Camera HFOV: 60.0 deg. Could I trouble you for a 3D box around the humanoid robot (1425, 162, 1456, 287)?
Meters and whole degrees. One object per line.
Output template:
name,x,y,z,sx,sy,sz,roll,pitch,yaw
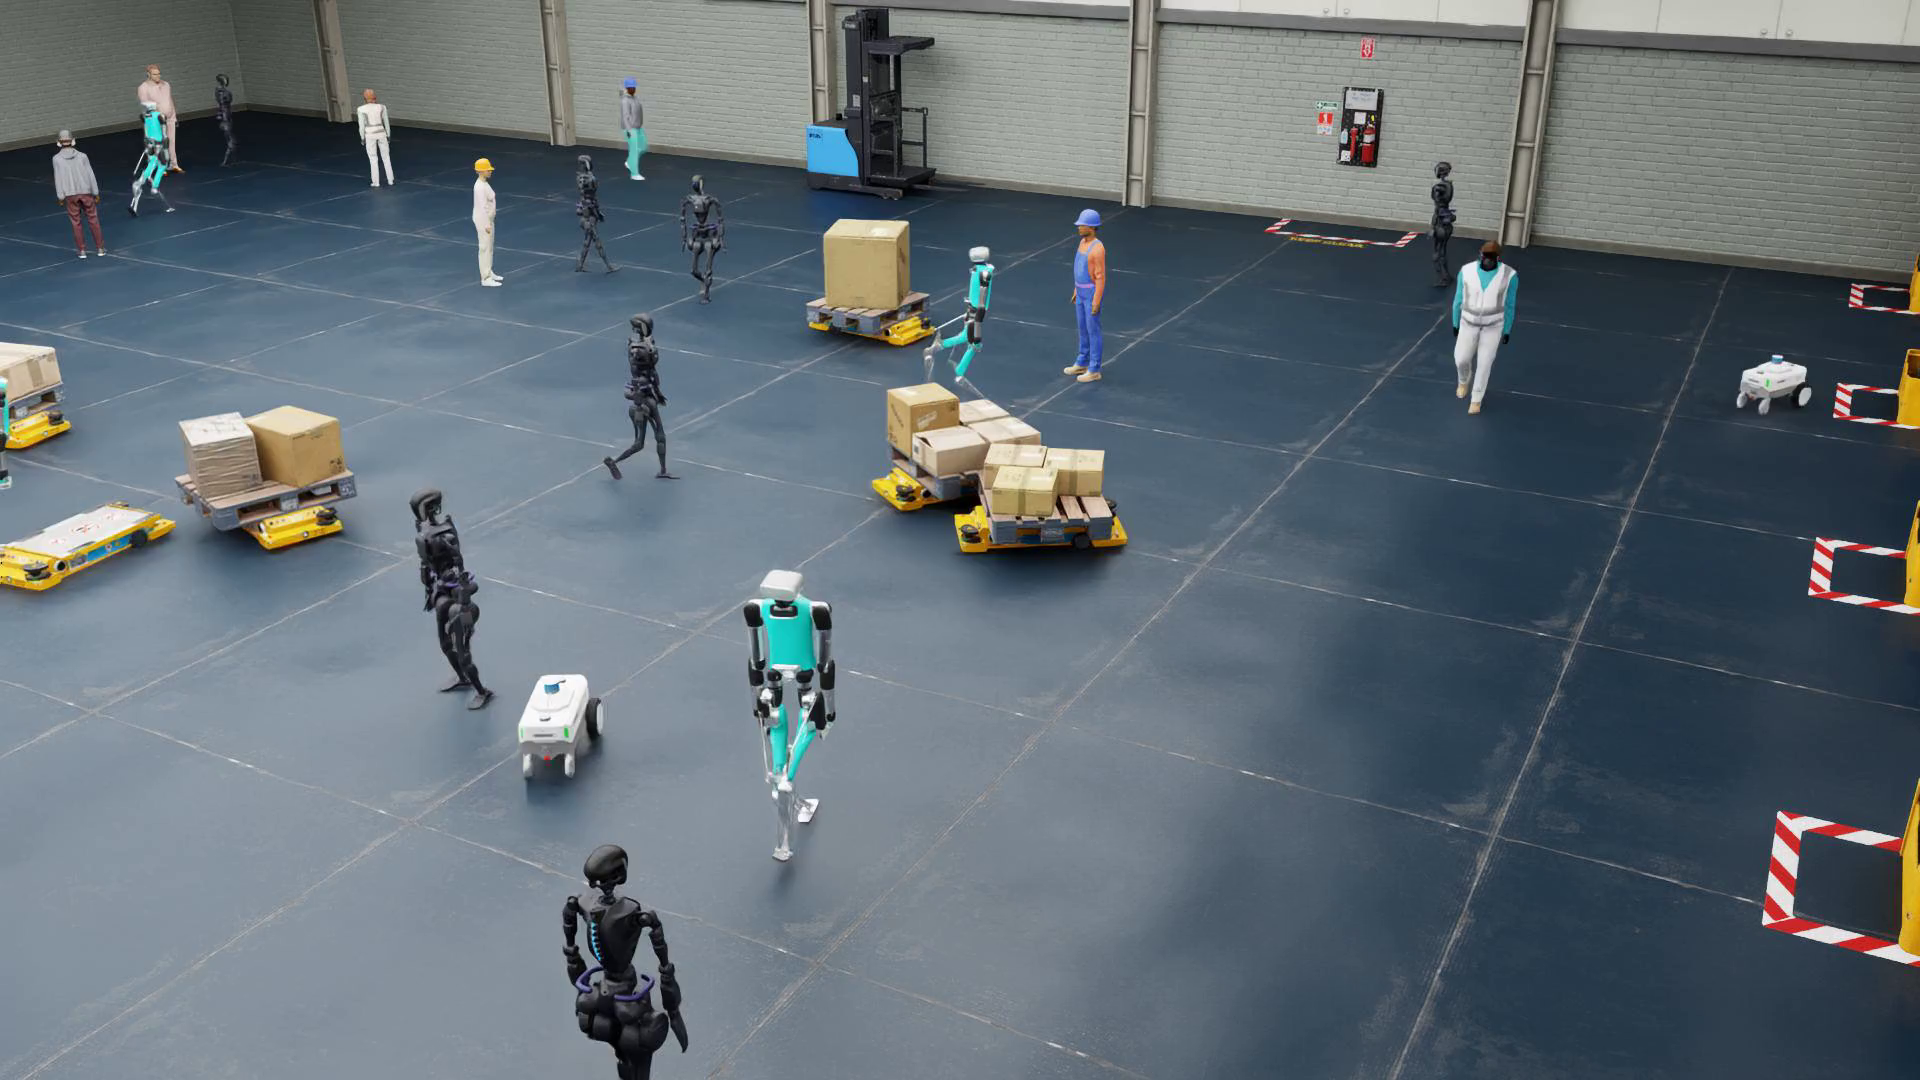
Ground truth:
humanoid robot,6.453,-4.212,22.199,0.394,1.638,0.634,13,27,28

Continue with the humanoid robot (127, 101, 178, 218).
humanoid robot,-12.890,-5.967,26.225,0.545,1.774,0.931,11,26,25

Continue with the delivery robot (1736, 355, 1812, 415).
delivery robot,8.644,-1.678,17.681,0.759,0.575,0.499,-14,27,-29

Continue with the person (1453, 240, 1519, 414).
person,5.468,-2.248,17.425,0.630,1.823,0.490,10,25,21

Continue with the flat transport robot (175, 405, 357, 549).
flat transport robot,-6.136,-0.277,14.807,0.659,0.231,1.431,-20,30,-39

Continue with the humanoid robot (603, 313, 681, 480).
humanoid robot,-3.013,-1.339,15.534,0.697,1.631,0.608,4,24,9

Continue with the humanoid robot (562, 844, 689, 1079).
humanoid robot,-1.503,2.080,7.538,0.599,1.644,0.556,9,25,20

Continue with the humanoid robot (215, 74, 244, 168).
humanoid robot,-13.250,-7.561,29.986,0.377,1.642,0.616,-5,24,-12

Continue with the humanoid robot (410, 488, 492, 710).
humanoid robot,-3.508,0.387,11.484,0.612,1.632,0.403,21,31,40

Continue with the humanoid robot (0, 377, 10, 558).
humanoid robot,-8.099,-0.569,13.666,0.779,1.813,0.535,-17,28,-34

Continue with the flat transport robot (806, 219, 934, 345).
flat transport robot,-1.095,-2.636,20.300,1.431,0.231,0.659,15,27,30

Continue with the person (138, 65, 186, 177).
person,-14.042,-7.381,29.276,0.405,1.903,0.651,11,26,24

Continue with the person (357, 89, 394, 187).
person,-9.974,-6.860,28.393,0.521,1.638,0.308,-15,28,-32

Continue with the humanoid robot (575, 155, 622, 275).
humanoid robot,-5.011,-4.462,22.797,0.717,1.634,0.594,2,23,4

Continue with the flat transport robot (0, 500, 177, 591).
flat transport robot,-7.448,0.035,14.082,0.659,0.231,1.431,9,25,20

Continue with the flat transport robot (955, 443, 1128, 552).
flat transport robot,0.694,-0.128,14.462,1.431,0.231,0.659,-2,23,-5

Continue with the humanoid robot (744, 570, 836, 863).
humanoid robot,-1.052,1.115,9.784,0.549,1.775,1.034,4,24,10

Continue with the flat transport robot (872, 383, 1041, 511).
flat transport robot,-0.014,-0.553,15.451,1.431,0.231,0.659,-11,26,-24

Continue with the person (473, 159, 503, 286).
person,-6.335,-4.255,22.273,0.342,1.688,0.460,-4,24,-9

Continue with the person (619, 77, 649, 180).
person,-5.679,-7.151,28.917,0.431,1.759,0.559,7,24,15

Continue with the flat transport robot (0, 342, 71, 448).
flat transport robot,-9.885,-1.173,16.894,1.431,0.231,0.659,7,24,15

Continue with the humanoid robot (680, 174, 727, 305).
humanoid robot,-3.306,-3.899,21.472,0.613,1.641,0.496,2,23,5

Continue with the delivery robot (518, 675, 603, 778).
delivery robot,-2.681,1.191,11.018,0.499,0.587,0.777,-1,23,-1

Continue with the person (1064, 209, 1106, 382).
person,1.416,-2.705,18.383,0.363,1.911,0.520,-9,25,-20

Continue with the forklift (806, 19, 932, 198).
forklift,-1.573,-7.292,27.850,1.873,2.768,1.129,12,26,25

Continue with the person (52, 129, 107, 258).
person,-12.579,-4.939,23.711,0.542,1.807,0.378,-12,26,-26

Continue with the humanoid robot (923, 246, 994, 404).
humanoid robot,-0.088,-2.179,17.480,1.065,1.787,0.530,-3,23,-6
